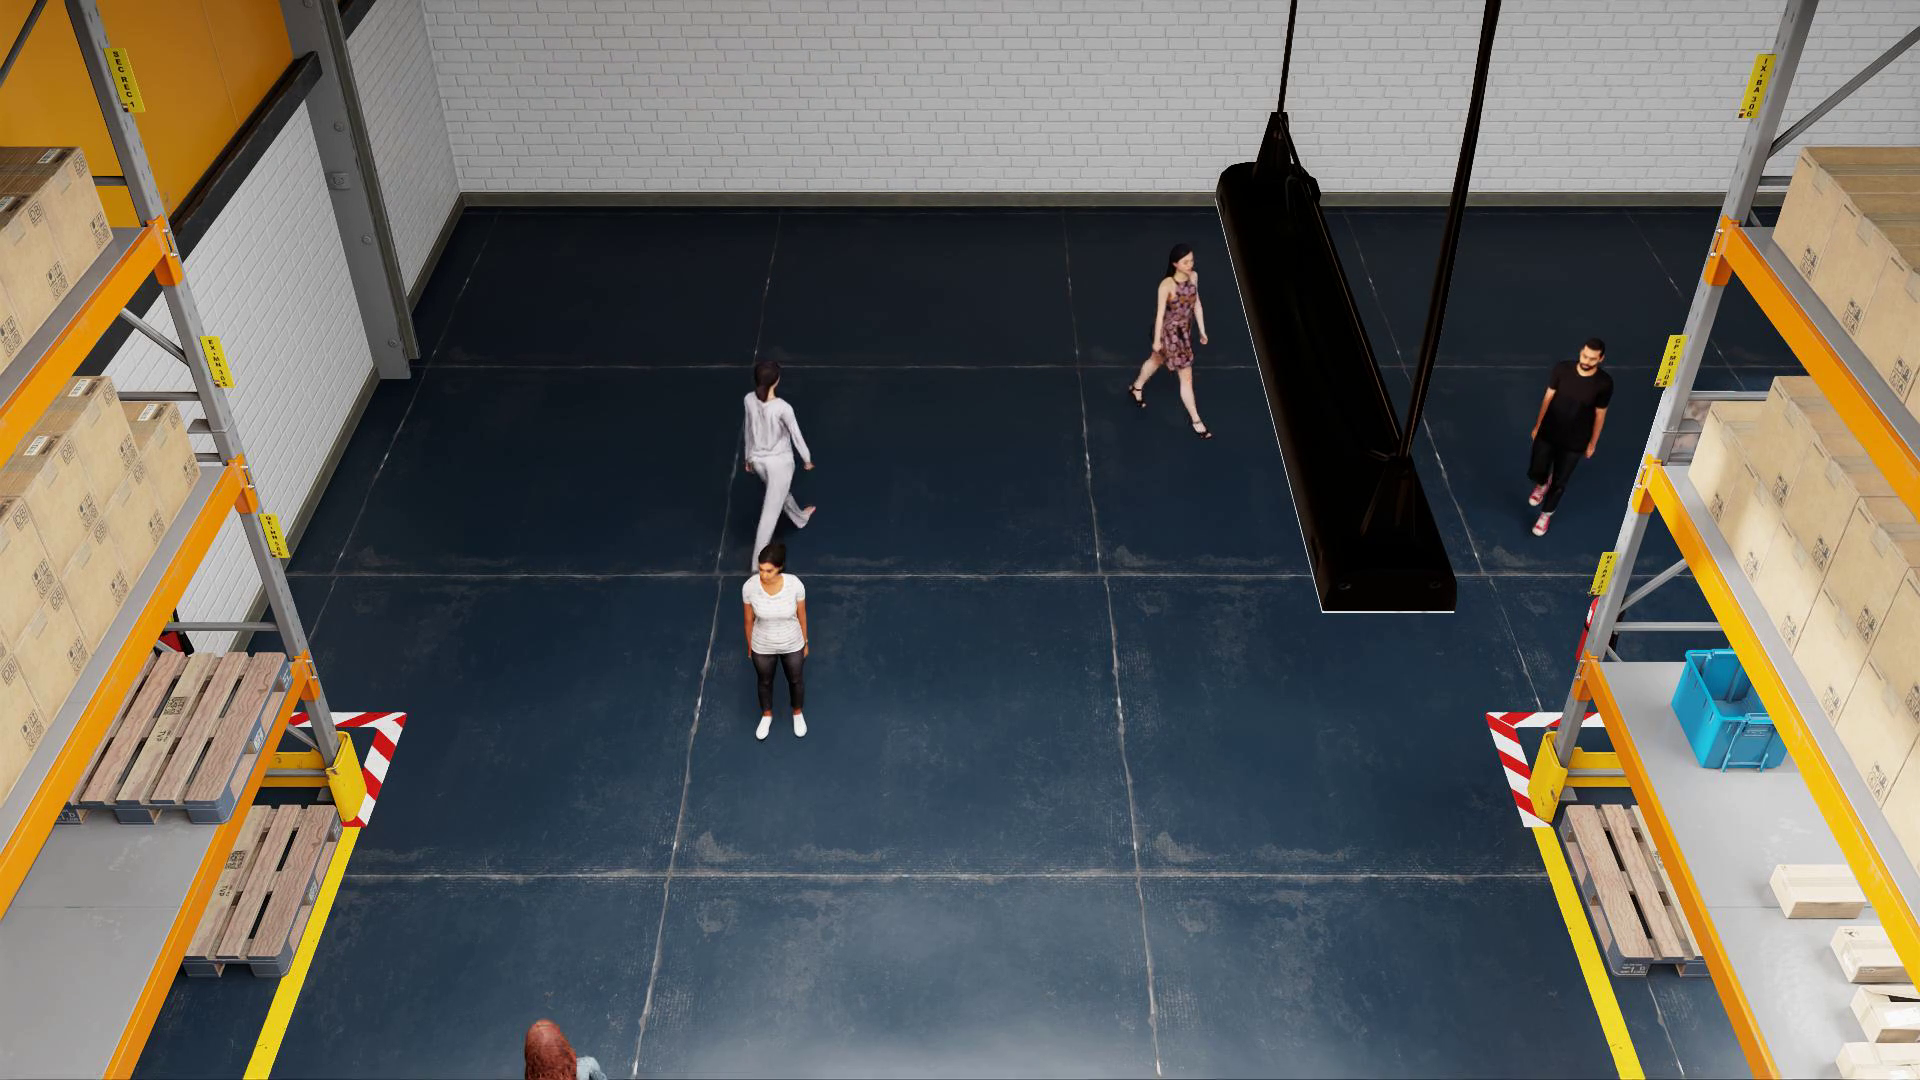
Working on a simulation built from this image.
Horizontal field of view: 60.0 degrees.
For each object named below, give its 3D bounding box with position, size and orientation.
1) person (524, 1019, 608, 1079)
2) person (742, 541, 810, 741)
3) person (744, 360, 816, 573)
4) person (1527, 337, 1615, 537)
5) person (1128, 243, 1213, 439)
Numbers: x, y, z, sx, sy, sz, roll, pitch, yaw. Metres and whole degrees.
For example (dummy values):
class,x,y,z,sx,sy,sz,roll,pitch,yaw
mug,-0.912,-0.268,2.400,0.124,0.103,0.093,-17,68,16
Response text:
class,x,y,z,sx,sy,sz,roll,pitch,yaw
person,-1.851,3.054,8.152,0.845,1.683,1.218,-12,40,-15
person,-1.224,0.673,11.166,0.573,1.642,0.516,-2,39,-3
person,-1.464,-0.519,12.595,0.987,1.722,1.184,21,43,24
person,4.745,-0.868,13.009,0.845,1.750,0.927,19,42,22
person,1.754,-1.740,14.128,1.110,1.717,1.171,-31,48,-33
